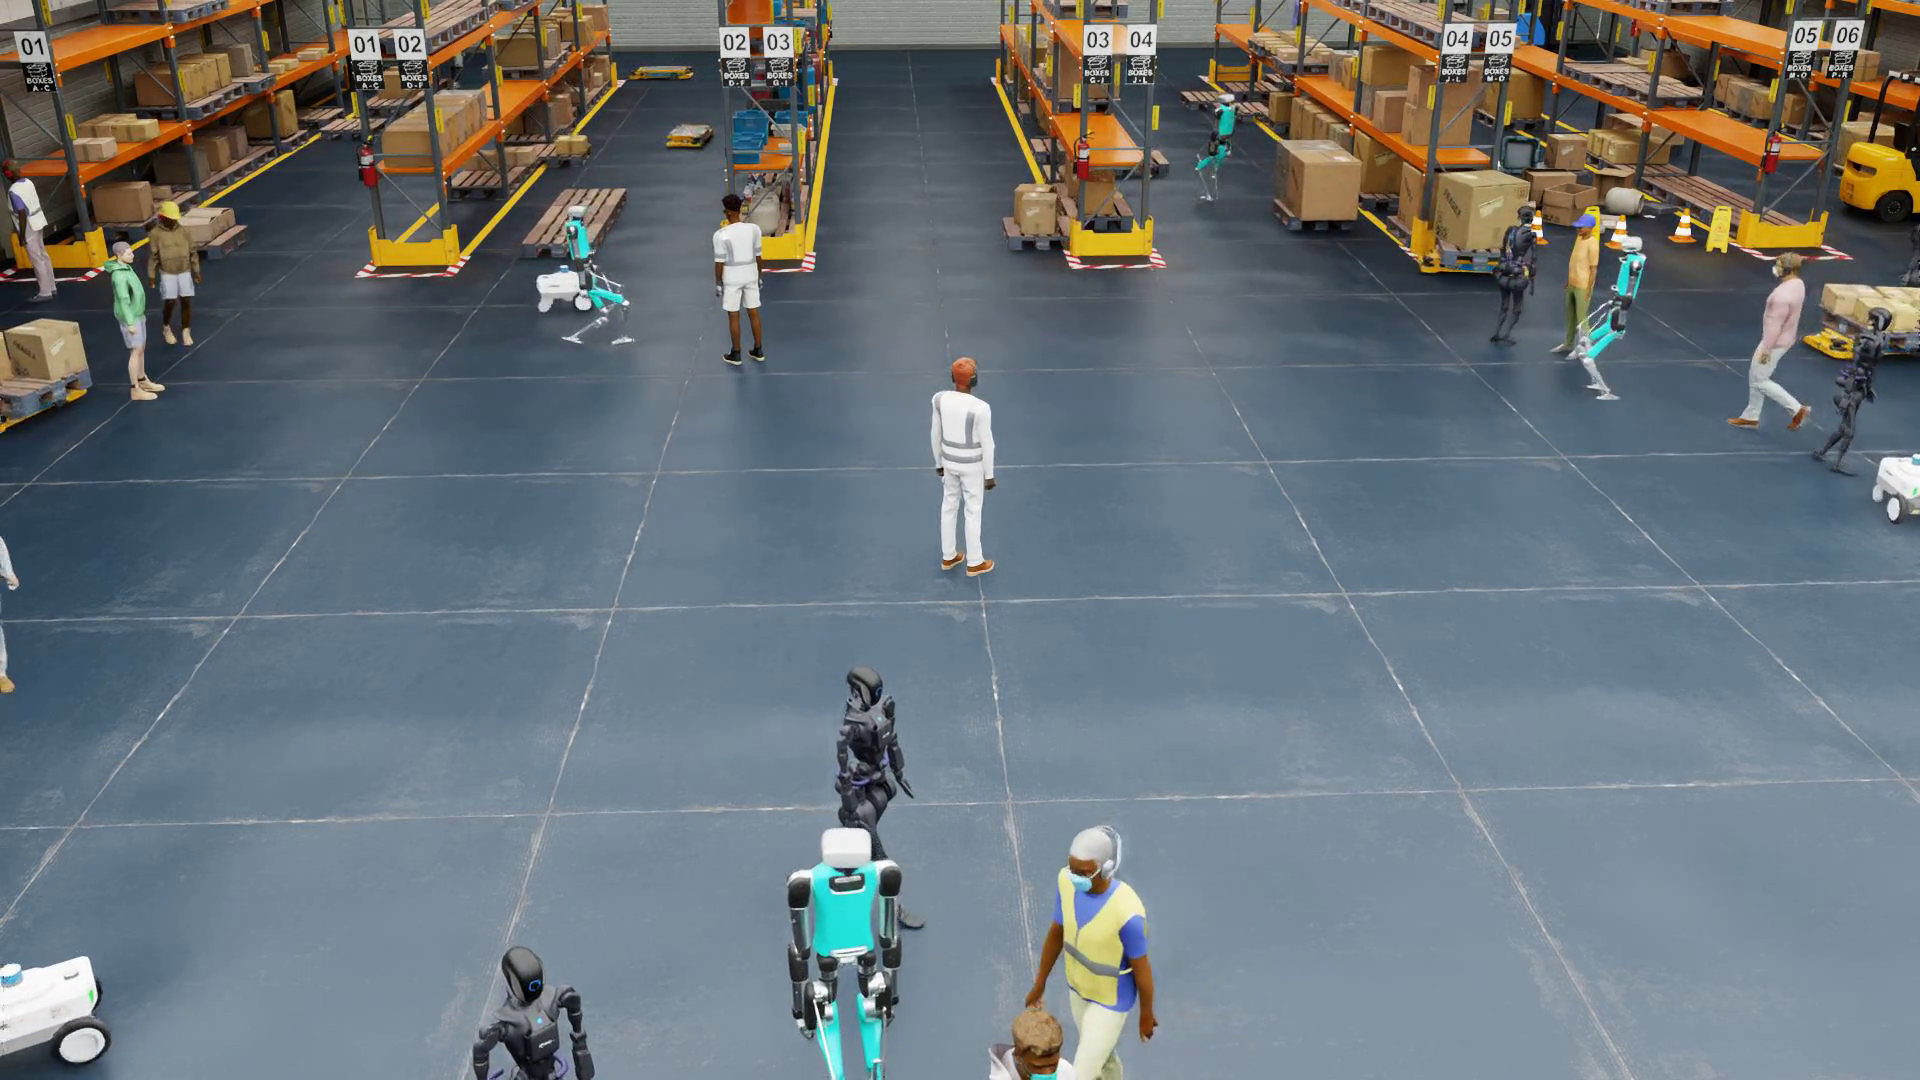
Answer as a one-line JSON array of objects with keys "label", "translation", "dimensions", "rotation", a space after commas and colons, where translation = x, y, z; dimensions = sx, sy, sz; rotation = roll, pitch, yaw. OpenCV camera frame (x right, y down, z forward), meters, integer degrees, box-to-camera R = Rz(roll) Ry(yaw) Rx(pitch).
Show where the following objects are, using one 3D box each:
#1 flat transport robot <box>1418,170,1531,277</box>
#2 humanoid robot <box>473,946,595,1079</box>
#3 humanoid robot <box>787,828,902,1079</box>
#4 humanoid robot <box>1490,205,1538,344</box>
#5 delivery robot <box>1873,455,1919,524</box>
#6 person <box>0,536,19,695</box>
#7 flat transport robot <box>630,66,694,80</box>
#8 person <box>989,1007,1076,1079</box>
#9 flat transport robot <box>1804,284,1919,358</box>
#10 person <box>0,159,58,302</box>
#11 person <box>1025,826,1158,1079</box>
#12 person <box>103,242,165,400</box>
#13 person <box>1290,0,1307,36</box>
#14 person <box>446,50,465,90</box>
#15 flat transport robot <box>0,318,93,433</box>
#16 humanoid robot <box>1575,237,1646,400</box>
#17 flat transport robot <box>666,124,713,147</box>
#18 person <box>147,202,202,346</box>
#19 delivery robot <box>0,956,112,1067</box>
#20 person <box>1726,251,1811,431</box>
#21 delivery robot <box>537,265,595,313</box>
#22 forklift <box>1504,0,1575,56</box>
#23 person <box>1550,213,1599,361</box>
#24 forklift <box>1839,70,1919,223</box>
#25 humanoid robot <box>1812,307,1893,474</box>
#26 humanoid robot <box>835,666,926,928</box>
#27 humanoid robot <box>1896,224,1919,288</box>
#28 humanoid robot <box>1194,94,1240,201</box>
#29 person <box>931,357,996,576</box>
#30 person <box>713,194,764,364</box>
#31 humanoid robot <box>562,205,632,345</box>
[{"label": "flat transport robot", "translation": [7.140, -3.860, 23.146], "dimensions": [1.431, 0.231, 0.659], "rotation": [4, 24, 9]}, {"label": "humanoid robot", "translation": [-1.798, 2.478, 7.196], "dimensions": [0.705, 1.633, 0.595], "rotation": [21, 31, 39]}, {"label": "humanoid robot", "translation": [-0.476, 2.285, 7.654], "dimensions": [0.551, 1.887, 0.735], "rotation": [-6, 25, -14]}, {"label": "humanoid robot", "translation": [6.620, -3.180, 19.903], "dimensions": [0.355, 1.646, 0.603], "rotation": [-11, 26, -23]}, {"label": "delivery robot", "translation": [8.703, -0.482, 15.195], "dimensions": [0.499, 0.587, 0.782], "rotation": [1, 24, 2]}, {"label": "person", "translation": [-7.110, 0.261, 11.912], "dimensions": [0.588, 1.883, 0.430], "rotation": [-20, 31, -37]}, {"label": "flat transport robot", "translation": [-7.027, -11.008, 39.206], "dimensions": [1.431, 0.231, 0.659], "rotation": [-1, 24, -3]}, {"label": "person", "translation": [0.262, 2.620, 6.564], "dimensions": [0.495, 1.912, 0.352], "rotation": [-20, 31, -37]}, {"label": "flat transport robot", "translation": [10.904, -2.354, 19.762], "dimensions": [1.431, 0.231, 0.659], "rotation": [-2, 24, -4]}, {"label": "person", "translation": [-12.050, -4.011, 21.556], "dimensions": [0.396, 1.837, 0.563], "rotation": [-4, 24, -8]}, {"label": "person", "translation": [0.549, 2.157, 7.678], "dimensions": [0.823, 1.862, 0.518], "rotation": [-17, 29, -33]}, {"label": "person", "translation": [-8.973, -2.379, 18.024], "dimensions": [0.316, 1.733, 0.476], "rotation": [-5, 25, -12]}, {"label": "person", "translation": [8.539, -12.886, 41.609], "dimensions": [0.998, 1.741, 0.588], "rotation": [-3, 24, -6]}, {"label": "person", "translation": [-11.356, -10.876, 37.182], "dimensions": [0.519, 1.664, 0.730], "rotation": [2, 24, 4]}, {"label": "flat transport robot", "translation": [-10.082, -1.435, 17.697], "dimensions": [0.659, 0.231, 1.431], "rotation": [6, 25, 12]}, {"label": "humanoid robot", "translation": [6.978, -2.419, 18.064], "dimensions": [0.668, 1.769, 0.537], "rotation": [6, 25, 12]}, {"label": "flat transport robot", "translation": [-5.174, -7.738, 31.860], "dimensions": [0.659, 0.231, 1.431], "rotation": [1, 24, 1]}, {"label": "person", "translation": [-9.359, -3.172, 19.808], "dimensions": [0.588, 1.726, 0.501], "rotation": [-20, 31, -37]}, {"label": "delivery robot", "translation": [-4.820, 2.464, 8.608], "dimensions": [0.803, 0.614, 0.499], "rotation": [-14, 28, -29]}, {"label": "person", "translation": [8.352, -1.979, 16.898], "dimensions": [0.742, 1.919, 0.634], "rotation": [17, 29, 34]}, {"label": "delivery robot", "translation": [-5.048, -3.228, 21.364], "dimensions": [0.788, 0.587, 0.499], "rotation": [-2, 24, -4]}, {"label": "forklift", "translation": [14.700, -13.805, 42.301], "dimensions": [1.873, 2.768, 1.129], "rotation": [-1, 24, -2]}, {"label": "person", "translation": [7.157, -2.939, 19.295], "dimensions": [0.373, 1.716, 0.457], "rotation": [-4, 24, -9]}, {"label": "forklift", "translation": [15.132, -6.143, 25.915], "dimensions": [2.313, 2.155, 1.214], "rotation": [-1, 24, -2]}, {"label": "humanoid robot", "translation": [8.614, -1.471, 16.082], "dimensions": [0.605, 1.648, 0.443], "rotation": [-21, 31, -39]}, {"label": "humanoid robot", "translation": [-0.541, 1.436, 9.596], "dimensions": [0.787, 1.638, 0.583], "rotation": [14, 27, 28]}, {"label": "humanoid robot", "translation": [11.508, -3.256, 20.054], "dimensions": [0.337, 1.656, 0.589], "rotation": [14, 28, 29]}, {"label": "humanoid robot", "translation": [4.080, -6.314, 26.919], "dimensions": [0.561, 1.823, 0.777], "rotation": [-20, 31, -37]}, {"label": "person", "translation": [0.037, -0.610, 13.858], "dimensions": [0.583, 1.883, 0.345], "rotation": [15, 28, 31]}, {"label": "person", "translation": [-2.540, -3.002, 19.145], "dimensions": [0.603, 1.959, 0.370], "rotation": [-15, 28, -30]}, {"label": "humanoid robot", "translation": [-4.223, -3.067, 19.611], "dimensions": [1.052, 1.755, 0.538], "rotation": [-1, 24, -2]}]
